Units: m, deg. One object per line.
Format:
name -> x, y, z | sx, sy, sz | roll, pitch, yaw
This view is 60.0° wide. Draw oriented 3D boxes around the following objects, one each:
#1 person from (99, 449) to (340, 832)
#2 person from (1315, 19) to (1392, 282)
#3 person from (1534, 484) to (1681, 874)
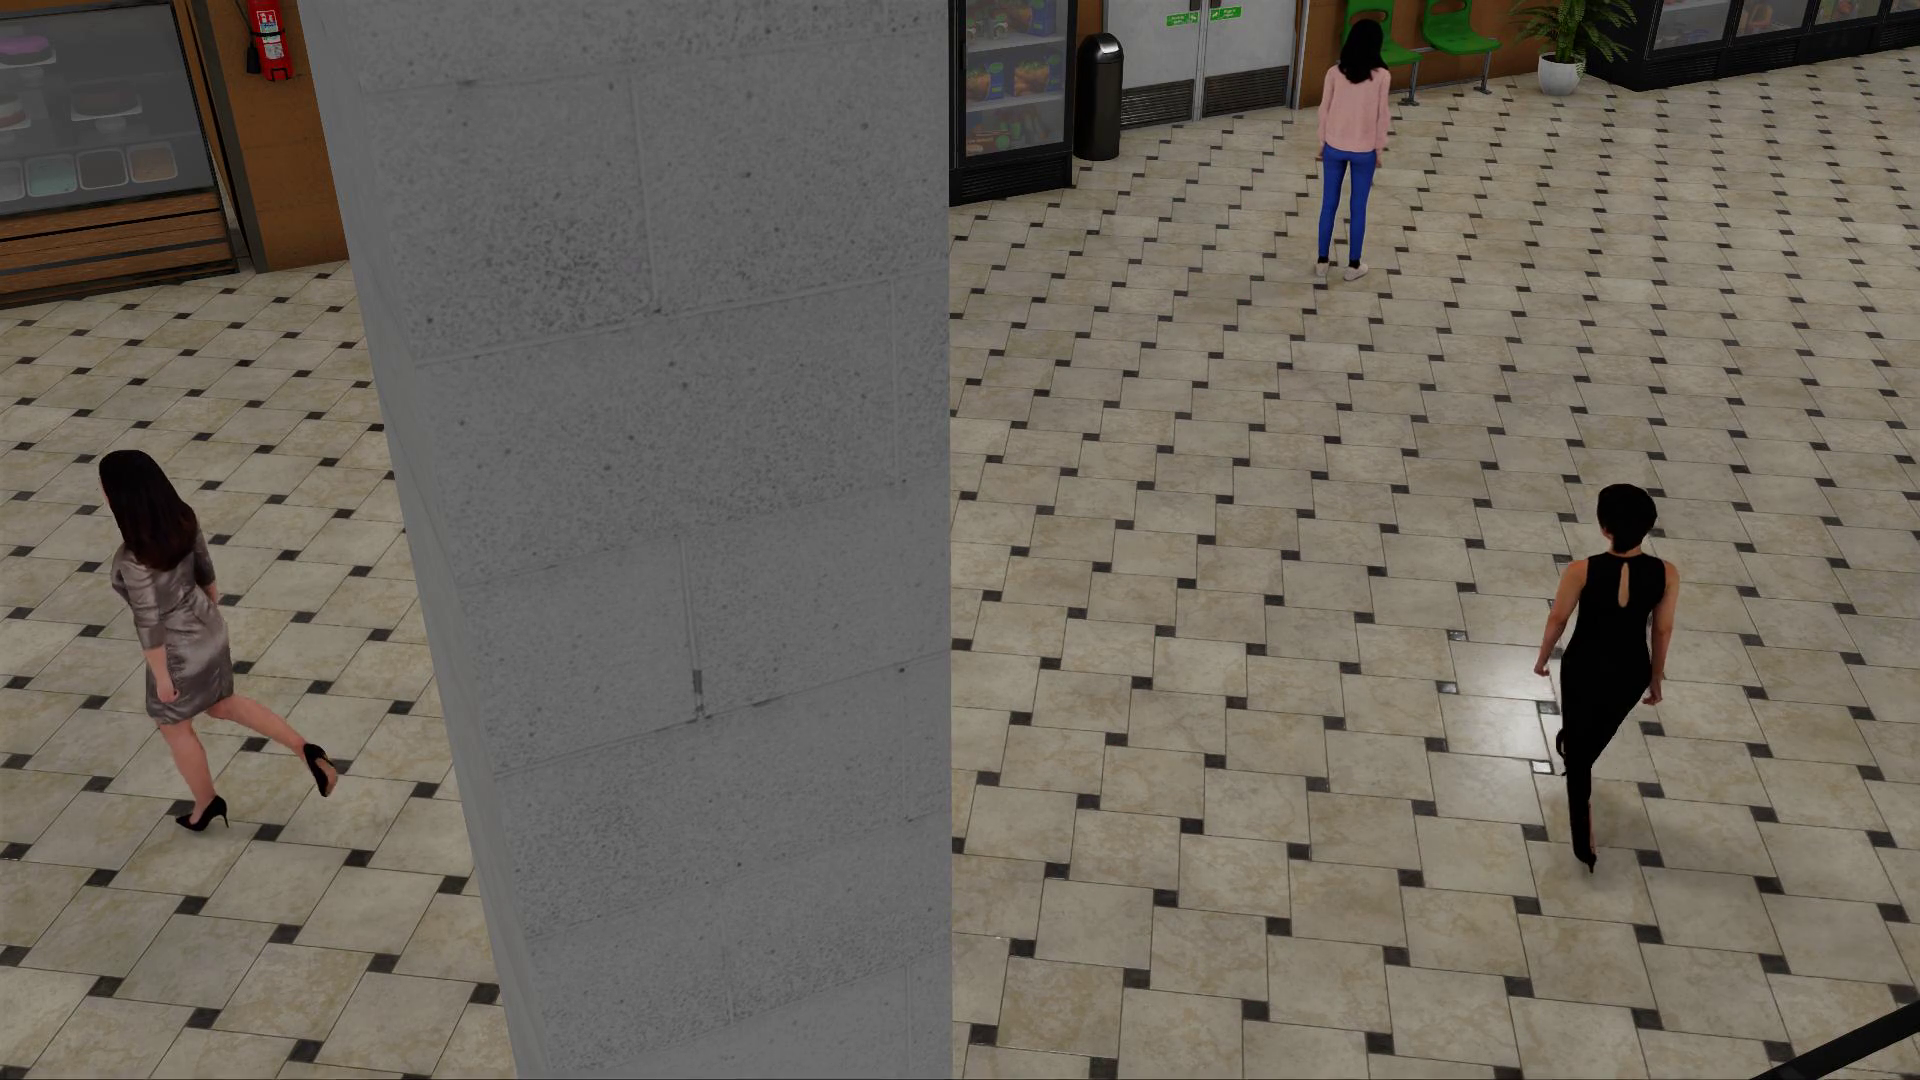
person -> -2.879, 0.438, 6.373 | 0.971, 1.730, 0.996 | 4, 32, 6
person -> 2.641, -2.630, 11.266 | 0.691, 1.769, 0.782 | 15, 35, 23
person -> 2.448, 0.586, 6.300 | 0.908, 1.556, 1.101 | 3, 32, 5
